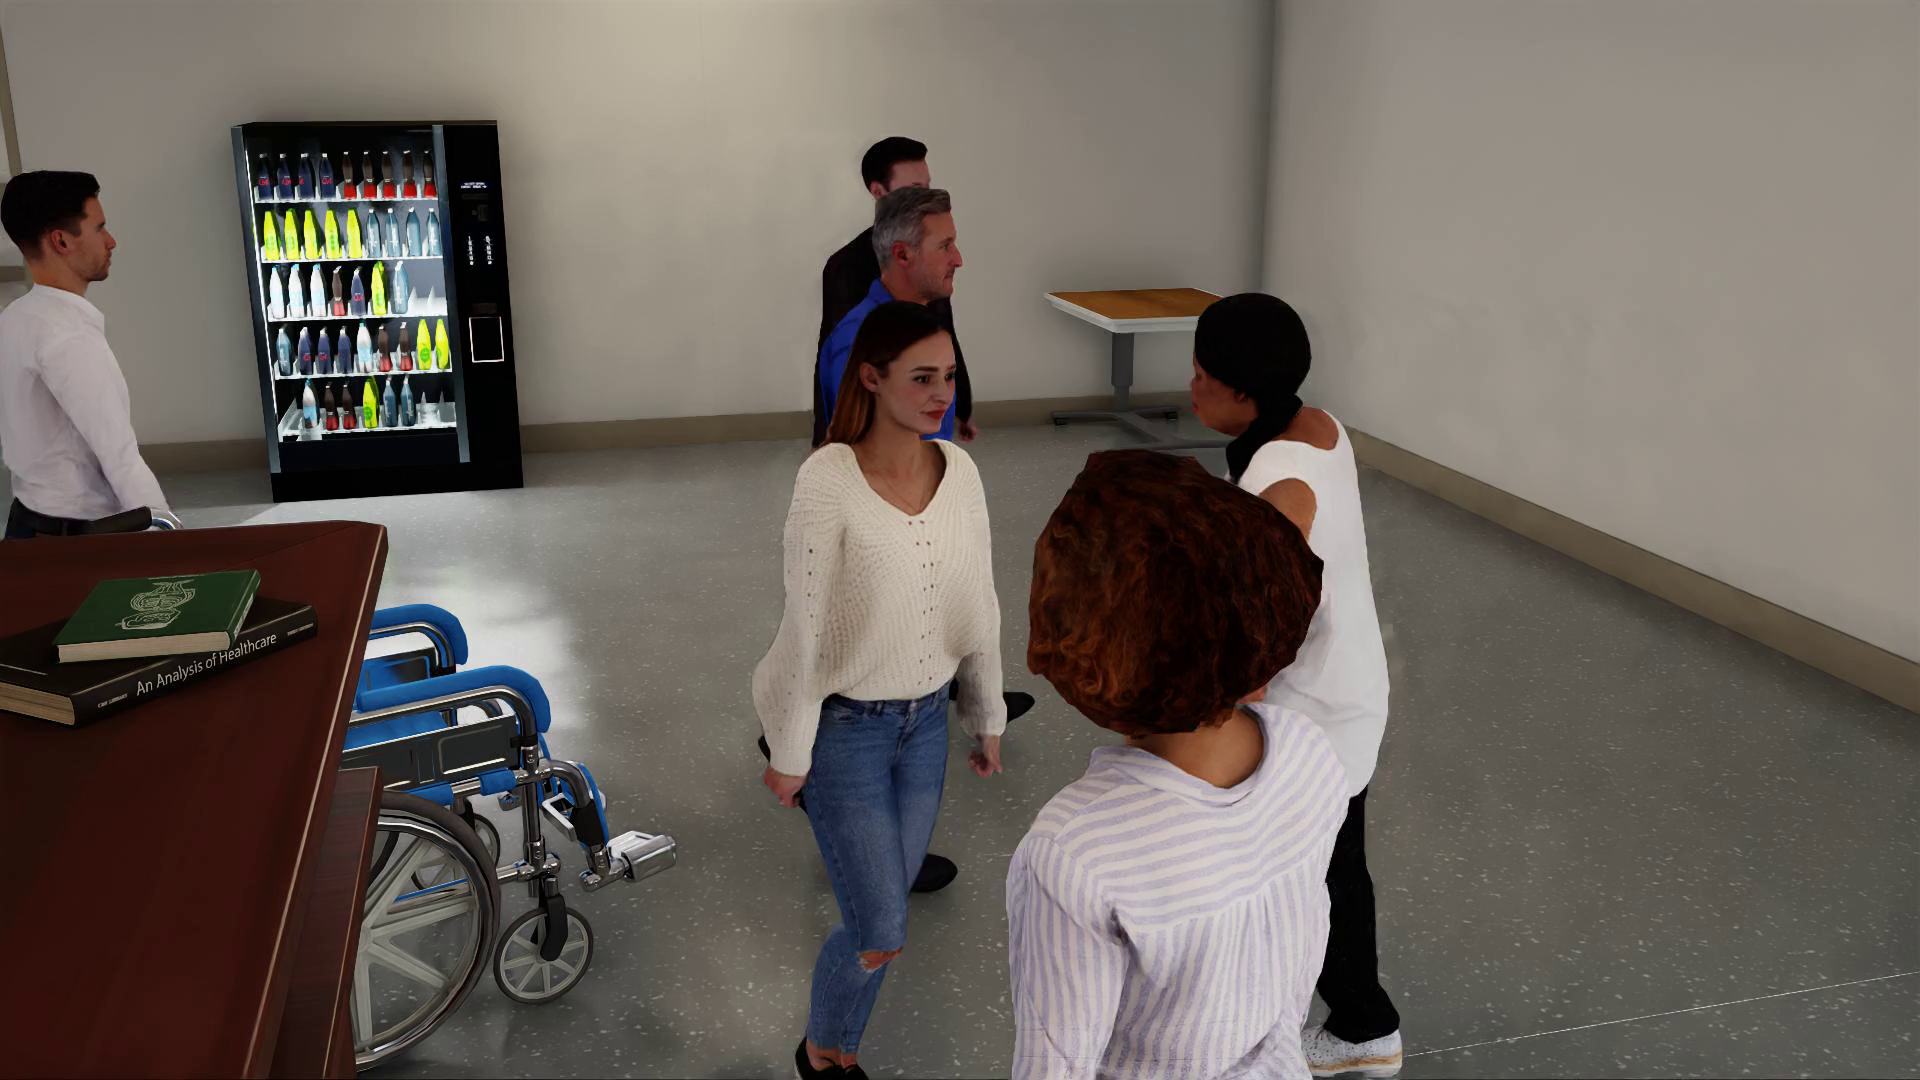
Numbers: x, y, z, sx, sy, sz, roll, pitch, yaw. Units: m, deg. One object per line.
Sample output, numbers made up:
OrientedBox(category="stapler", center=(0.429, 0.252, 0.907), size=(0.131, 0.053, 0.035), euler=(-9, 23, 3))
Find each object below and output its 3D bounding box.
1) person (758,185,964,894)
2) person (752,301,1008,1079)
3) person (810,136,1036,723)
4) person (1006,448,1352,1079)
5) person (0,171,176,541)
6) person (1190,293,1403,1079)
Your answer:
OrientedBox(category="person", center=(-0.288, 0.020, 4.260), size=(1.033, 1.808, 0.968), euler=(5, 16, 17))
OrientedBox(category="person", center=(-0.212, 0.372, 3.262), size=(0.668, 1.672, 0.781), euler=(-12, 20, -36))
OrientedBox(category="person", center=(-0.302, -0.291, 5.280), size=(1.334, 1.854, 1.262), euler=(7, 17, 24))
OrientedBox(category="person", center=(0.313, 0.751, 1.865), size=(0.826, 1.702, 0.859), euler=(-11, 19, -33))
OrientedBox(category="person", center=(-2.273, 0.059, 4.074), size=(1.172, 1.835, 0.853), euler=(-10, 19, -32))
OrientedBox(category="person", center=(0.732, 0.344, 3.390), size=(1.090, 1.657, 0.949), euler=(4, 16, 15))
